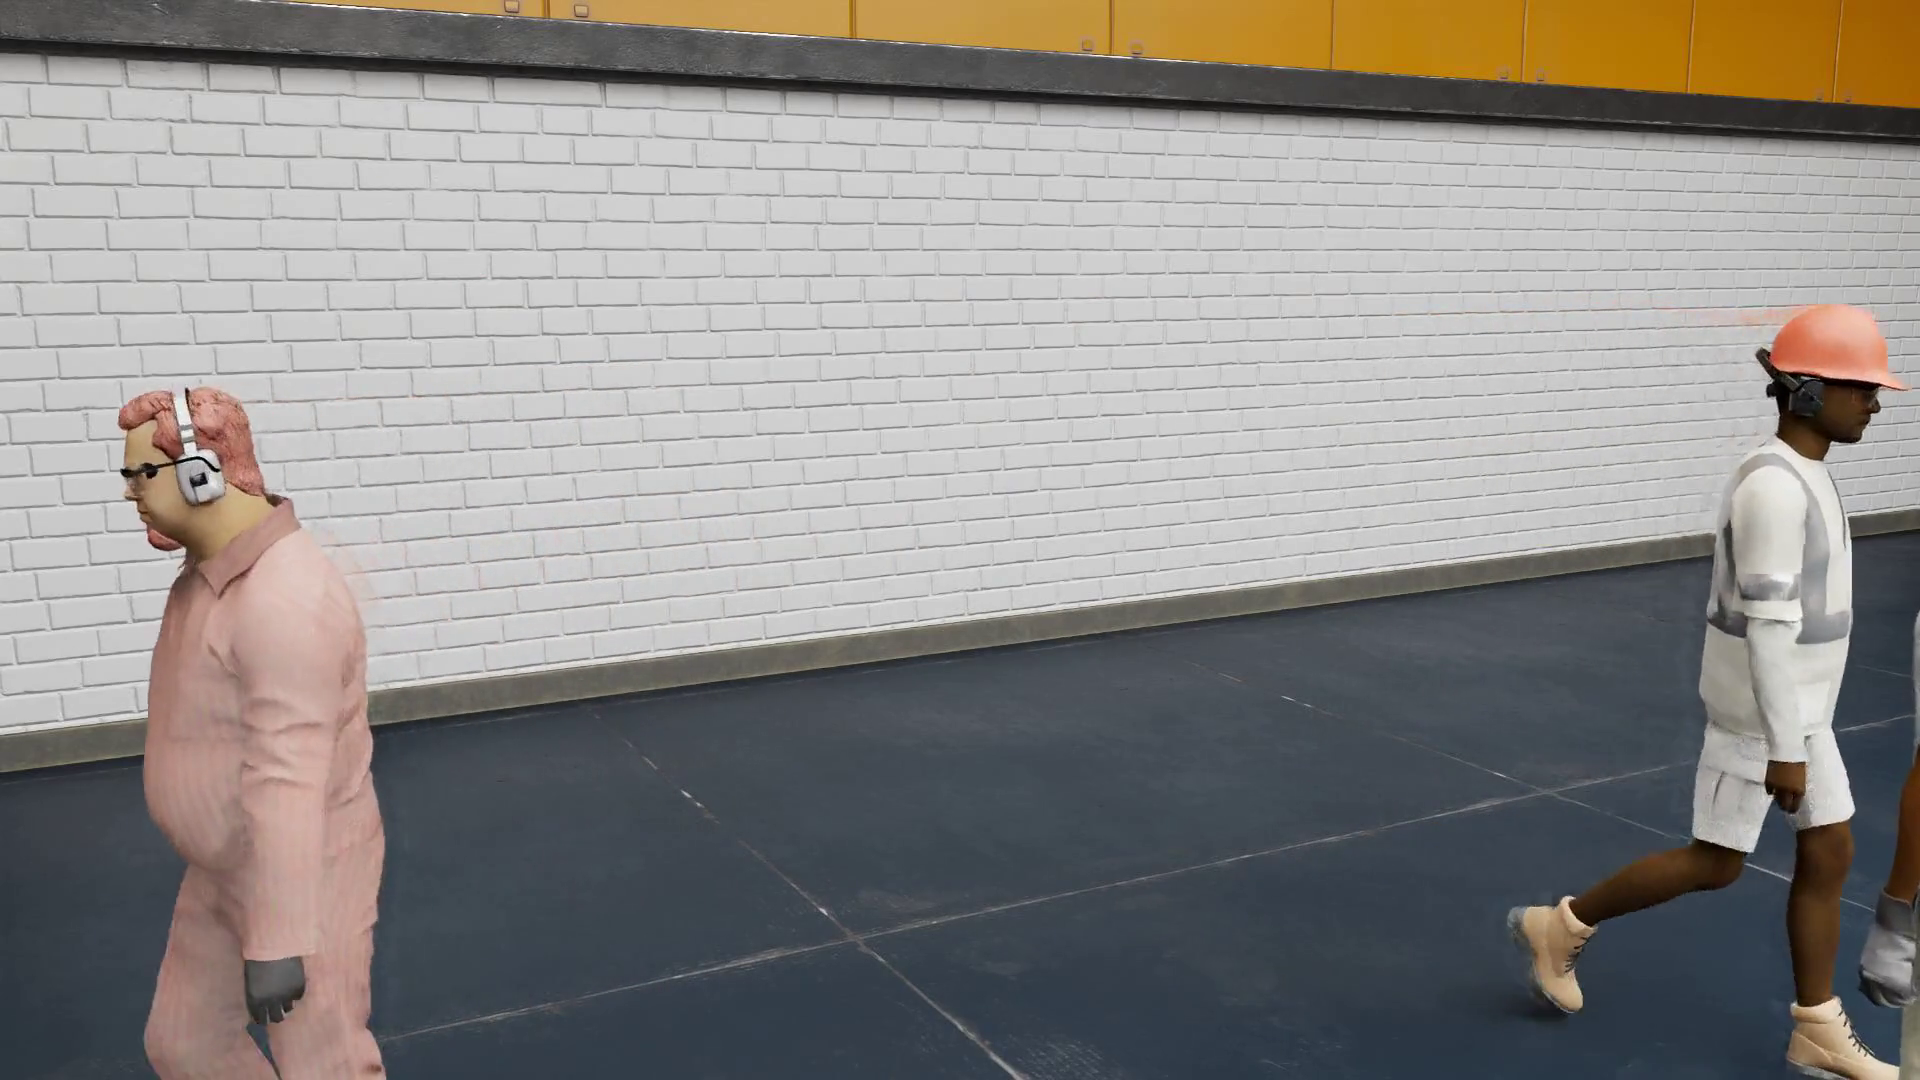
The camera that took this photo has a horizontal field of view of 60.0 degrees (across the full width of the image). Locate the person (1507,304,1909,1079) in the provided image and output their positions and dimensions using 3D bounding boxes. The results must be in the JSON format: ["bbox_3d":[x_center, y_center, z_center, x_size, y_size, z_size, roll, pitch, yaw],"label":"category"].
[{"bbox_3d":[1.981,0.395,4.288,0.954,2.010,0.614,7,12,35],"label":"person"}]

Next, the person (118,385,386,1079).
[{"bbox_3d":[-1.341,0.646,3.183,0.490,1.876,0.670,-8,13,-38],"label":"person"}]

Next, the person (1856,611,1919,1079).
[{"bbox_3d":[1.902,0.675,3.092,0.534,1.860,0.333,-4,11,-20],"label":"person"}]
